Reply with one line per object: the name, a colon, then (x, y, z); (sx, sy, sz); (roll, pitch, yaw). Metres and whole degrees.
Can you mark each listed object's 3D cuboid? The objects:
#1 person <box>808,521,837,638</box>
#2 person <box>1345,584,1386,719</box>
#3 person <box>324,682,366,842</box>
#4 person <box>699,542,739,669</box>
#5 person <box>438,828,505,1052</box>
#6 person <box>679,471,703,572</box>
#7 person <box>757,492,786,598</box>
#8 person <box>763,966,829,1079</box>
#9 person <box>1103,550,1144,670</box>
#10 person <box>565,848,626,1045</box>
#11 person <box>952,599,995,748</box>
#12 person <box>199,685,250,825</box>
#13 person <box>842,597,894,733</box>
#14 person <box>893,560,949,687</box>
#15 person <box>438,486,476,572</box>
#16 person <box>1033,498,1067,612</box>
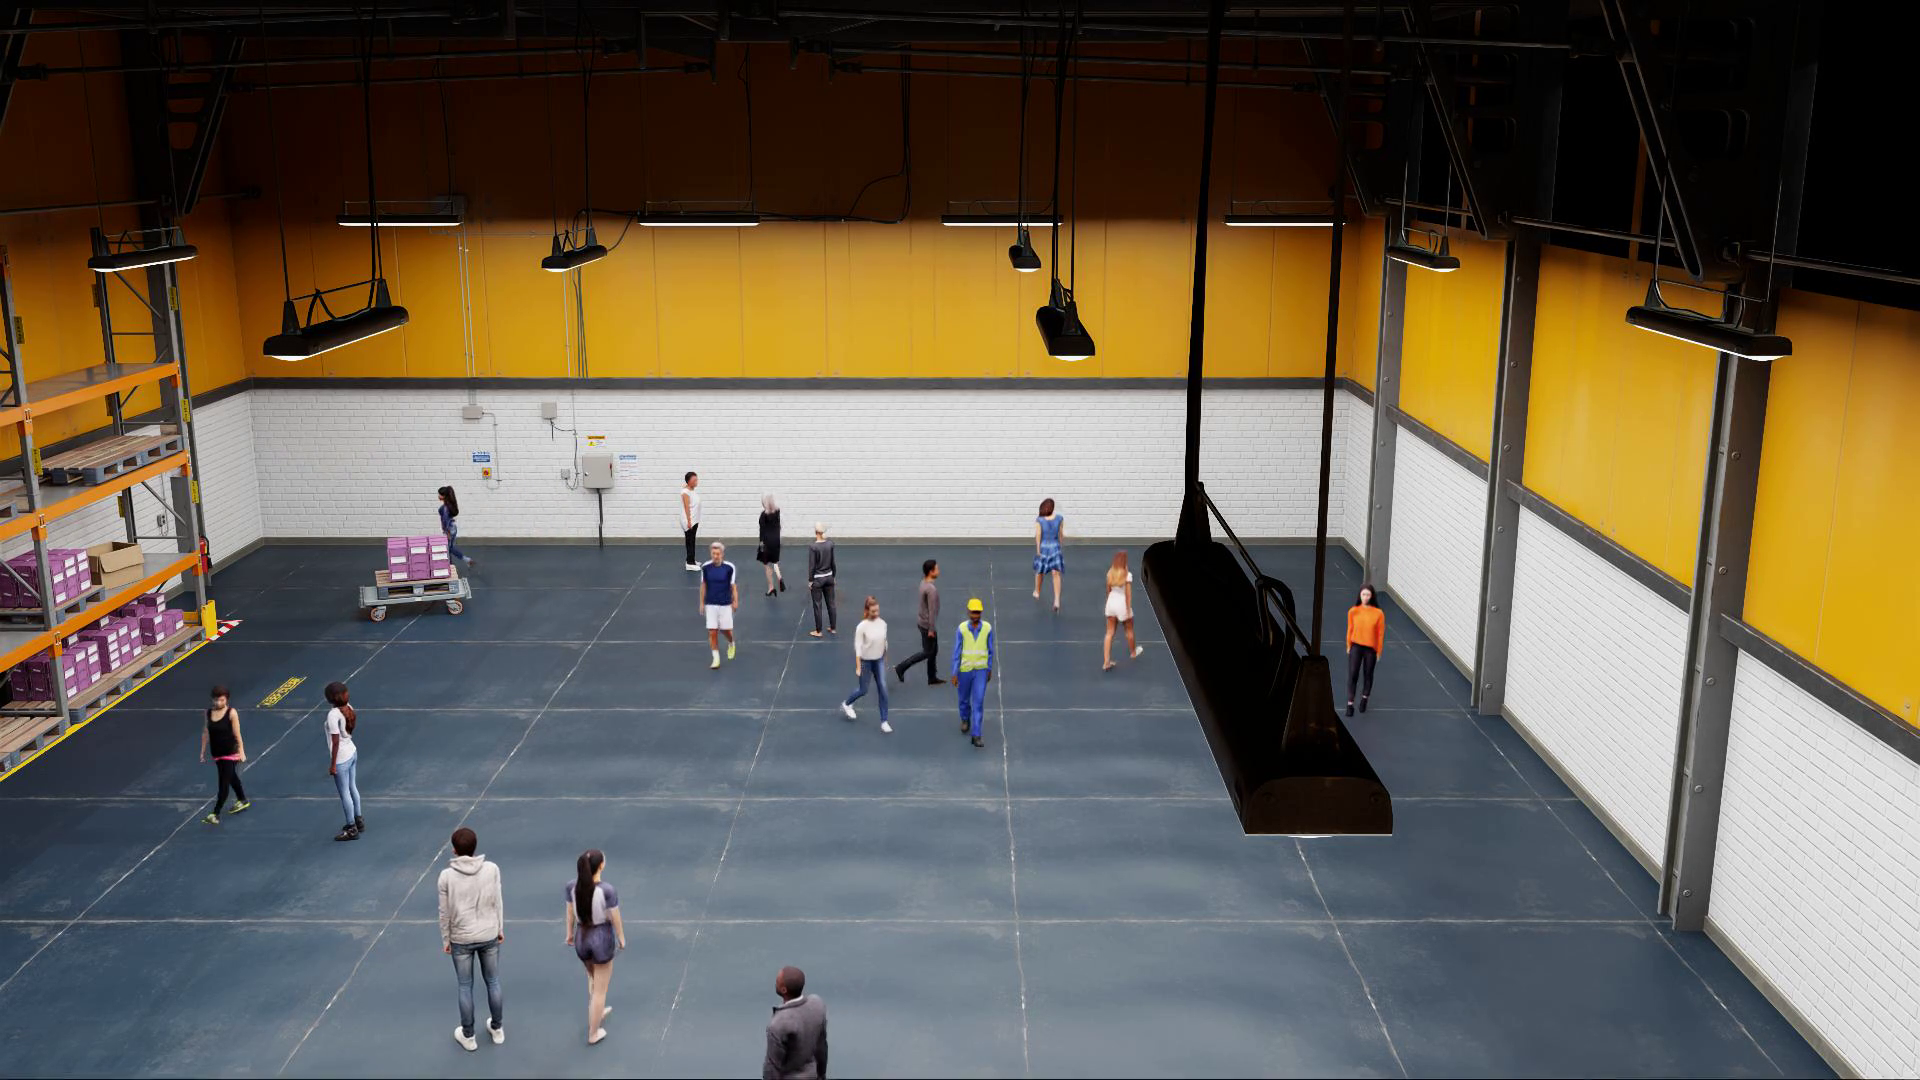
person: (-2.052, 0.562, 24.725); (0.690, 1.726, 0.711); (-10, 17, -35)
person: (5.193, 1.394, 21.303); (0.864, 1.720, 1.085); (5, 15, 21)
person: (-6.495, 2.310, 17.521); (0.639, 1.719, 0.452); (0, 14, 1)
person: (-3.347, 0.877, 23.227); (0.701, 1.818, 0.779); (2, 14, 7)
person: (-3.937, 3.218, 13.494); (0.752, 1.850, 0.749); (-7, 15, -26)
person: (-4.617, -0.346, 28.553); (0.718, 1.689, 0.553); (-1, 14, -3)
person: (-2.978, 0.090, 26.655); (0.892, 1.736, 0.848); (10, 17, 36)
person: (-1.075, 3.768, 11.330); (1.118, 1.800, 1.087); (11, 17, 37)
person: (2.148, 0.996, 23.089); (0.992, 1.653, 1.143); (10, 17, 35)
person: (-3.013, 3.324, 13.521); (0.747, 1.632, 0.843); (4, 14, 18)
person: (0.135, 1.589, 20.400); (0.775, 1.765, 1.243); (-1, 14, -6)
person: (-7.920, 2.281, 18.085); (0.819, 1.510, 1.038); (5, 15, 21)
person: (-1.168, 1.534, 20.787); (1.058, 1.691, 1.206); (-10, 17, -37)
person: (-0.517, 1.140, 22.295); (0.835, 1.747, 0.967); (-10, 17, -36)
person: (-8.468, -0.121, 27.800); (0.705, 1.607, 0.748); (-1, 14, -5)
person: (1.426, 0.283, 25.845); (0.779, 1.742, 1.214); (-3, 14, -11)
